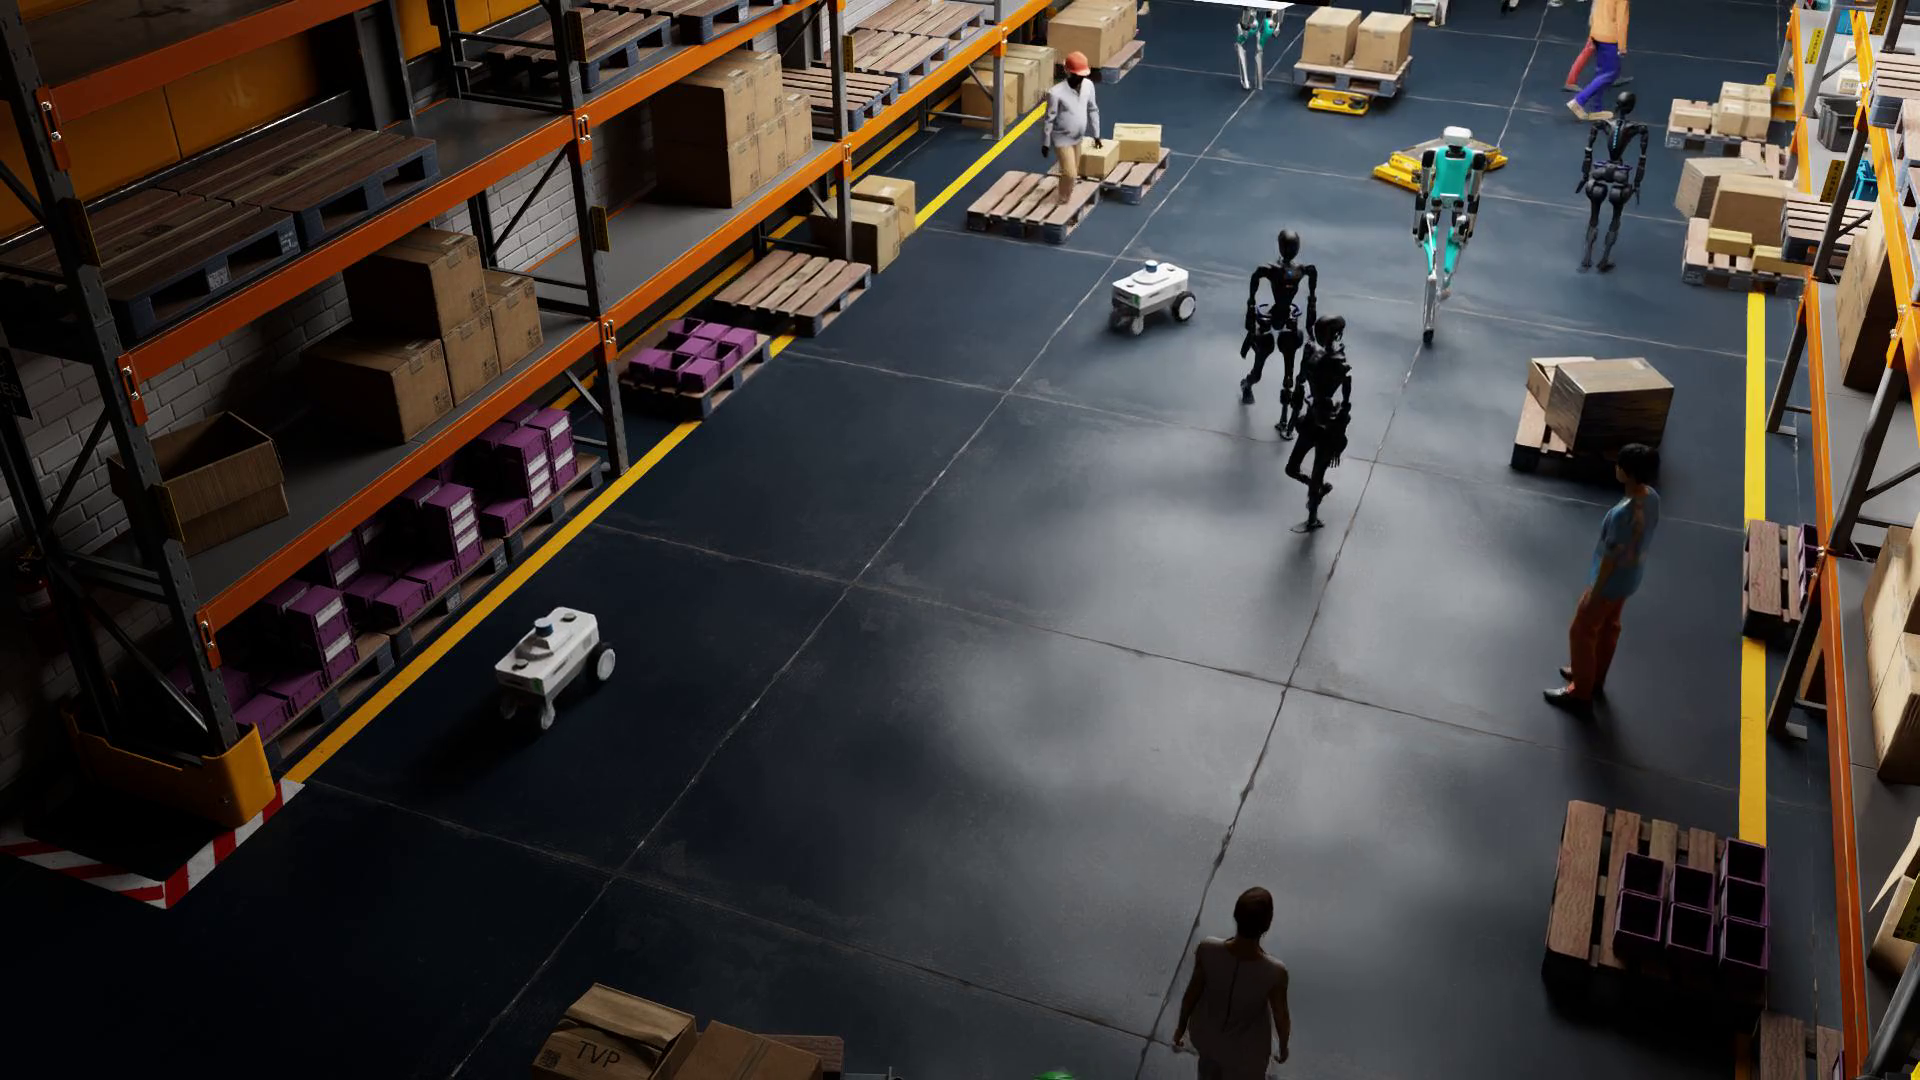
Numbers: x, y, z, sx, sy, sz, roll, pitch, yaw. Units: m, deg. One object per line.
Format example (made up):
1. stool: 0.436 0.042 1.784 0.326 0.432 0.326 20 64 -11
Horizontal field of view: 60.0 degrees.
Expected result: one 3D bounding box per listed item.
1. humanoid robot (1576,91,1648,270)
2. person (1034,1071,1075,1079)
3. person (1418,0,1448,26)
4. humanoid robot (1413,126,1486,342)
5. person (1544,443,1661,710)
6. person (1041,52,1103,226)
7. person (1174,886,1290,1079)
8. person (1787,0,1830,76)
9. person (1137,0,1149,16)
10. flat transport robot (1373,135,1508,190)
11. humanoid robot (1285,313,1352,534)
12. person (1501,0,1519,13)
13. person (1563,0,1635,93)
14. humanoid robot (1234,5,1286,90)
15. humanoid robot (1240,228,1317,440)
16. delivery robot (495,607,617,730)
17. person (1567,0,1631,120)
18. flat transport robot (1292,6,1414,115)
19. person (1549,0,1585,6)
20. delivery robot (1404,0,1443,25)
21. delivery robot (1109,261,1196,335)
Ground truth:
1. humanoid robot: 6.051 -3.329 15.459 0.591 1.657 0.349 19 37 26
2. person: 0.286 2.641 5.997 0.553 1.883 0.970 14 35 20
3. person: 6.449 -7.828 22.322 0.337 1.773 0.503 -11 34 -16
4. humanoid robot: 4.147 -2.541 14.209 0.534 1.771 0.990 5 33 8
5. person: 3.852 0.224 9.876 0.351 1.763 0.531 23 40 32
6. person: 1.116 -3.942 16.346 0.593 1.725 0.586 -26 41 -34
7. person: 1.166 2.098 7.068 0.473 1.636 0.542 16 36 23
8. person: 10.609 -6.618 20.399 0.878 1.831 0.546 -12 35 -18
9. person: 2.411 -7.987 22.660 0.544 1.671 0.564 -28 42 -36
10. flat transport robot: 5.181 -4.067 17.886 1.431 0.231 0.659 -22 39 -30
11. humanoid robot: 2.536 -0.807 11.548 0.421 1.647 0.589 -16 36 -23
12. person: 7.641 -8.029 22.718 0.461 1.667 0.590 6 33 9
13. person: 7.771 -6.190 19.833 0.903 1.722 0.529 3 33 4
14. humanoid robot: 3.547 -6.166 19.875 0.543 1.865 0.776 -7 34 -11
15. humanoid robot: 2.467 -1.655 12.907 0.600 1.636 0.802 -4 33 -6
16. delivery robot: -2.504 0.742 10.197 0.499 0.612 0.816 12 35 18
17. person: 7.315 -5.694 18.852 0.558 1.962 0.543 -5 33 -7
18. flat transport robot: 4.698 -5.438 20.008 0.659 0.231 1.431 14 35 21
19. person: 8.642 -8.338 23.179 0.898 1.685 0.590 -26 41 -34
20. delivery robot: 6.352 -7.374 22.748 0.499 0.603 0.782 7 34 11
21. delivery robot: 1.690 -2.183 14.698 0.765 0.585 0.499 -25 41 -33
